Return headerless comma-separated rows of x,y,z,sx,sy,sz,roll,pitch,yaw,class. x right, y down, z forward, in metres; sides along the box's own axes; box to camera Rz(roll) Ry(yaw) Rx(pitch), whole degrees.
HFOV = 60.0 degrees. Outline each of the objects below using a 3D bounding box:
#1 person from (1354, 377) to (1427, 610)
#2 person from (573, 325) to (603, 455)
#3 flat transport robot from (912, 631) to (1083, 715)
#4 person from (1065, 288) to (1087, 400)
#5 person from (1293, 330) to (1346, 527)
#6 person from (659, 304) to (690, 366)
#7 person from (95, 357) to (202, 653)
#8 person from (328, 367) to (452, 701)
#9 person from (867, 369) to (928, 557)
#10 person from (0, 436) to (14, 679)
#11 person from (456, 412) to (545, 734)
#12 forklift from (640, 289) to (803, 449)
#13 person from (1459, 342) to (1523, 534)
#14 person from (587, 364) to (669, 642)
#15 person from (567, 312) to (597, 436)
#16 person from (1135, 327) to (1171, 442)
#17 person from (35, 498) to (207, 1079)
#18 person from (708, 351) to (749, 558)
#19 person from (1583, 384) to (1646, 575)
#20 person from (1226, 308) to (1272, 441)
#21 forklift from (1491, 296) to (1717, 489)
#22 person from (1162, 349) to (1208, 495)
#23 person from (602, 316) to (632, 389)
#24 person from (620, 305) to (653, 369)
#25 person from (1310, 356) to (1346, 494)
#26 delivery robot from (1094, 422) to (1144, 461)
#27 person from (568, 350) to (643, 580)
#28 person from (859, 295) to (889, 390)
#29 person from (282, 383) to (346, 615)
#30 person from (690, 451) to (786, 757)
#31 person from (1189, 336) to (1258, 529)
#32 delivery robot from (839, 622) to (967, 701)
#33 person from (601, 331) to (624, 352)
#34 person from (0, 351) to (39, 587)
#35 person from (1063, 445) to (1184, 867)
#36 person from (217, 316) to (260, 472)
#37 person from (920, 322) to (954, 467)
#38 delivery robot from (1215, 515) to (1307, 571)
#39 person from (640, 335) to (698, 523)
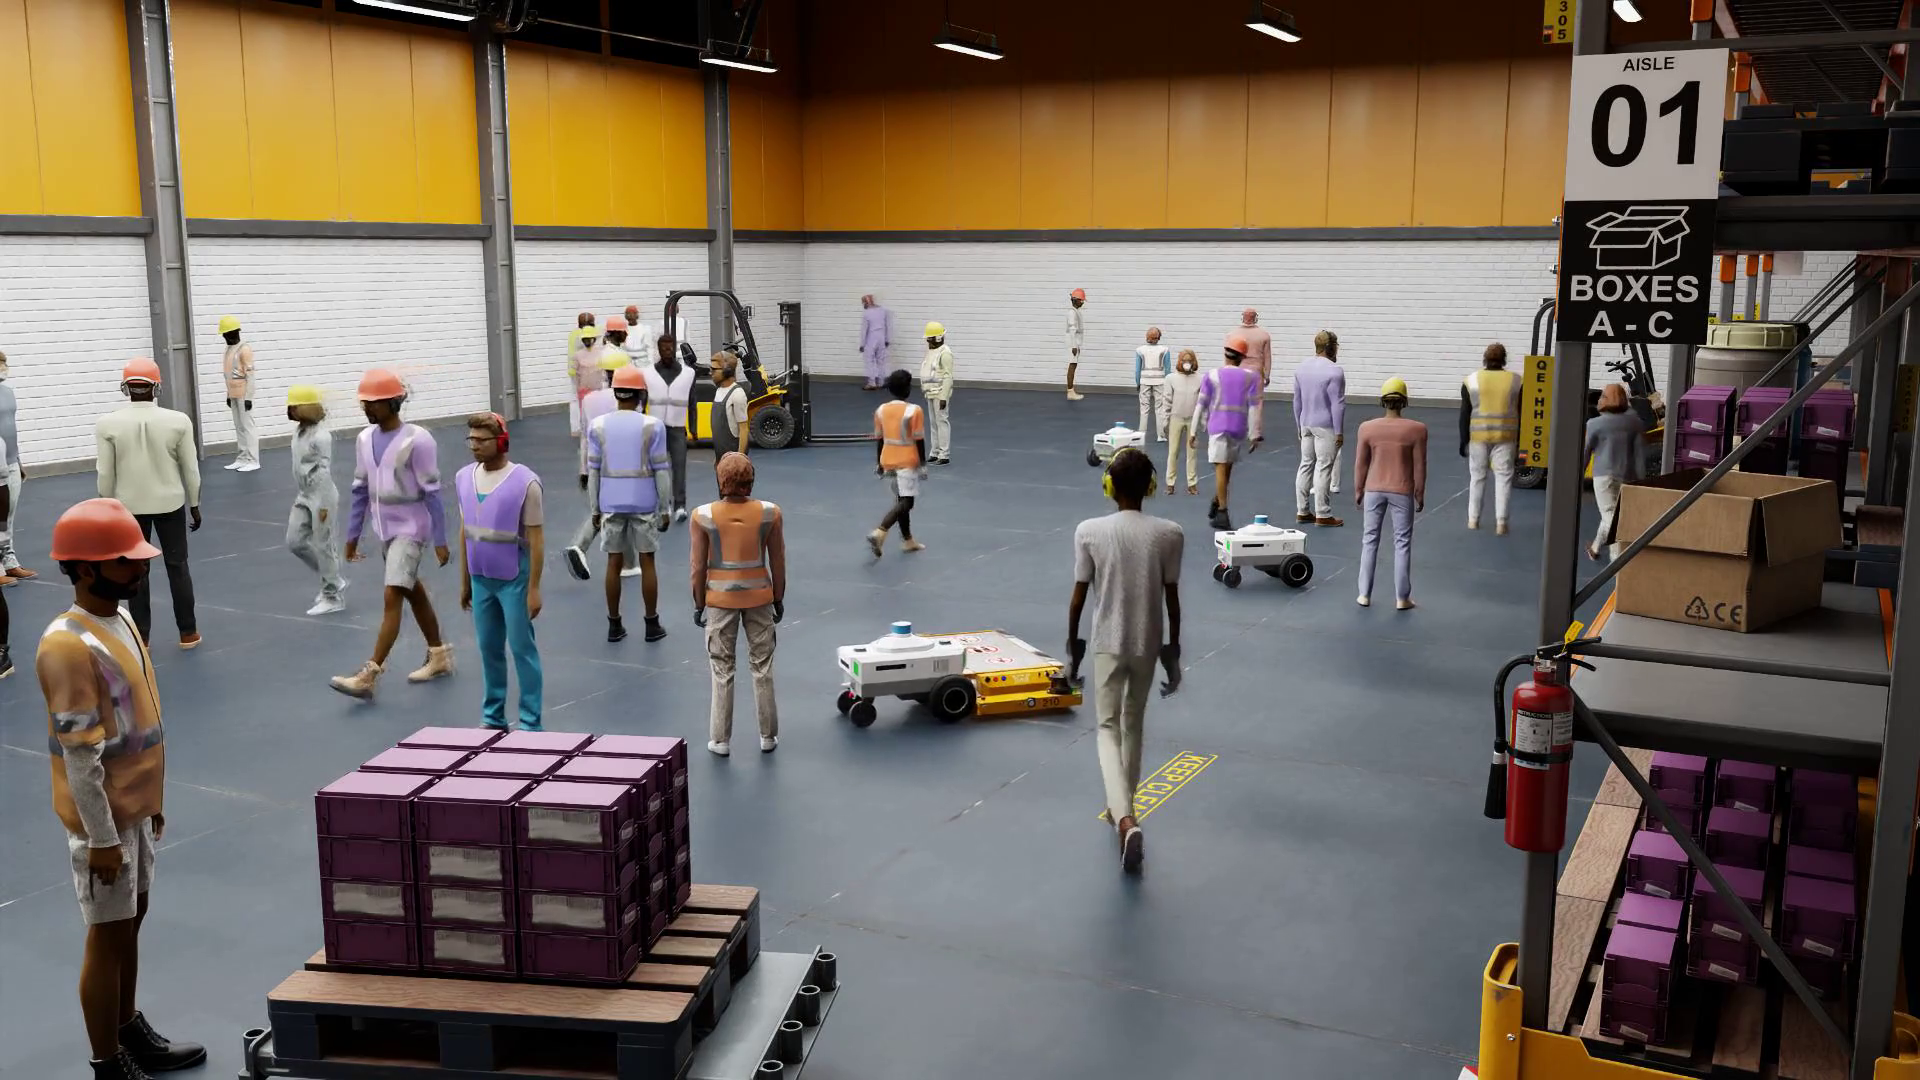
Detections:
3.263,-0.356,12.642,0.536,1.756,0.382,5,11,26,person
-4.949,-2.048,22.501,0.527,1.724,0.895,0,10,3,person
0.169,0.787,10.291,0.652,0.197,1.431,-4,10,-20,flat transport robot
2.129,-3.585,30.503,0.389,2.036,0.605,1,10,7,person
3.541,-1.096,16.368,0.352,1.937,0.635,-6,11,-30,person
-4.850,-3.128,28.285,0.572,1.887,0.356,-8,12,-38,person
-5.455,-0.235,11.220,0.624,1.992,0.390,-5,11,-25,person
-3.501,-0.037,10.077,0.646,1.990,1.033,7,12,33,person
-0.565,-0.671,14.677,0.534,1.676,0.760,9,13,43,person
-6.254,-0.083,10.432,0.609,1.963,0.367,1,10,7,person
-2.481,0.215,9.049,0.567,1.844,0.383,5,11,28,person
-3.358,-2.392,23.136,2.313,2.155,1.214,-1,10,-5,forklift
5.136,-0.985,16.041,0.625,1.846,0.429,3,10,19,person
-2.284,-0.250,11.503,0.555,1.929,0.393,0,10,-1,person
-5.482,-2.395,24.230,0.435,1.832,0.628,-6,12,-32,person
2.740,-2.199,23.621,0.514,1.641,0.308,3,10,15,person
-2.640,0.828,5.233,0.355,1.938,0.545,-2,10,-13,person
-2.010,-0.716,14.445,0.330,1.842,0.519,-6,11,-30,person
5.497,-0.532,14.110,0.520,1.574,0.892,-1,10,-4,person
4.121,-2.356,23.762,0.643,1.909,0.410,2,10,11,person
7.296,-1.677,18.993,2.313,2.155,1.214,5,11,27,forklift
2.503,-1.310,18.494,0.507,1.631,0.268,0,10,1,person
-4.098,-1.718,19.979,0.366,1.934,0.553,-1,10,-5,person
-5.233,-2.863,26.853,0.577,1.858,0.886,-1,10,-3,person
4.064,-1.315,18.499,0.515,1.641,0.315,-5,11,-28,person
2.008,-1.242,20.944,0.477,0.478,0.707,9,13,42,delivery robot
-2.897,-0.588,13.564,0.601,1.896,0.763,4,11,23,person
-1.692,-3.885,32.731,0.395,1.875,0.731,10,14,44,person
-4.809,-0.301,12.354,0.501,1.730,0.356,9,13,42,person
-1.179,0.347,8.881,0.514,1.641,0.308,-3,10,-16,person
2.602,-1.080,16.477,0.640,1.852,1.002,-1,10,-3,person
-0.333,0.716,9.612,0.707,0.478,0.477,-4,11,-20,delivery robot
-4.949,-2.233,23.865,0.517,1.612,0.532,8,13,40,person
-7.802,-0.594,13.470,0.372,1.938,0.627,0,10,1,person
0.737,0.500,7.435,0.522,1.843,0.864,-1,10,-4,person
-8.898,-1.800,20.507,0.585,1.917,0.390,9,14,44,person
-0.296,-1.838,21.003,0.403,1.822,0.589,-4,10,-20,person
2.439,0.042,13.513,0.707,0.478,0.477,-2,10,-10,delivery robot
-2.929,-1.118,16.696,0.615,1.862,0.988,-3,10,-14,person
